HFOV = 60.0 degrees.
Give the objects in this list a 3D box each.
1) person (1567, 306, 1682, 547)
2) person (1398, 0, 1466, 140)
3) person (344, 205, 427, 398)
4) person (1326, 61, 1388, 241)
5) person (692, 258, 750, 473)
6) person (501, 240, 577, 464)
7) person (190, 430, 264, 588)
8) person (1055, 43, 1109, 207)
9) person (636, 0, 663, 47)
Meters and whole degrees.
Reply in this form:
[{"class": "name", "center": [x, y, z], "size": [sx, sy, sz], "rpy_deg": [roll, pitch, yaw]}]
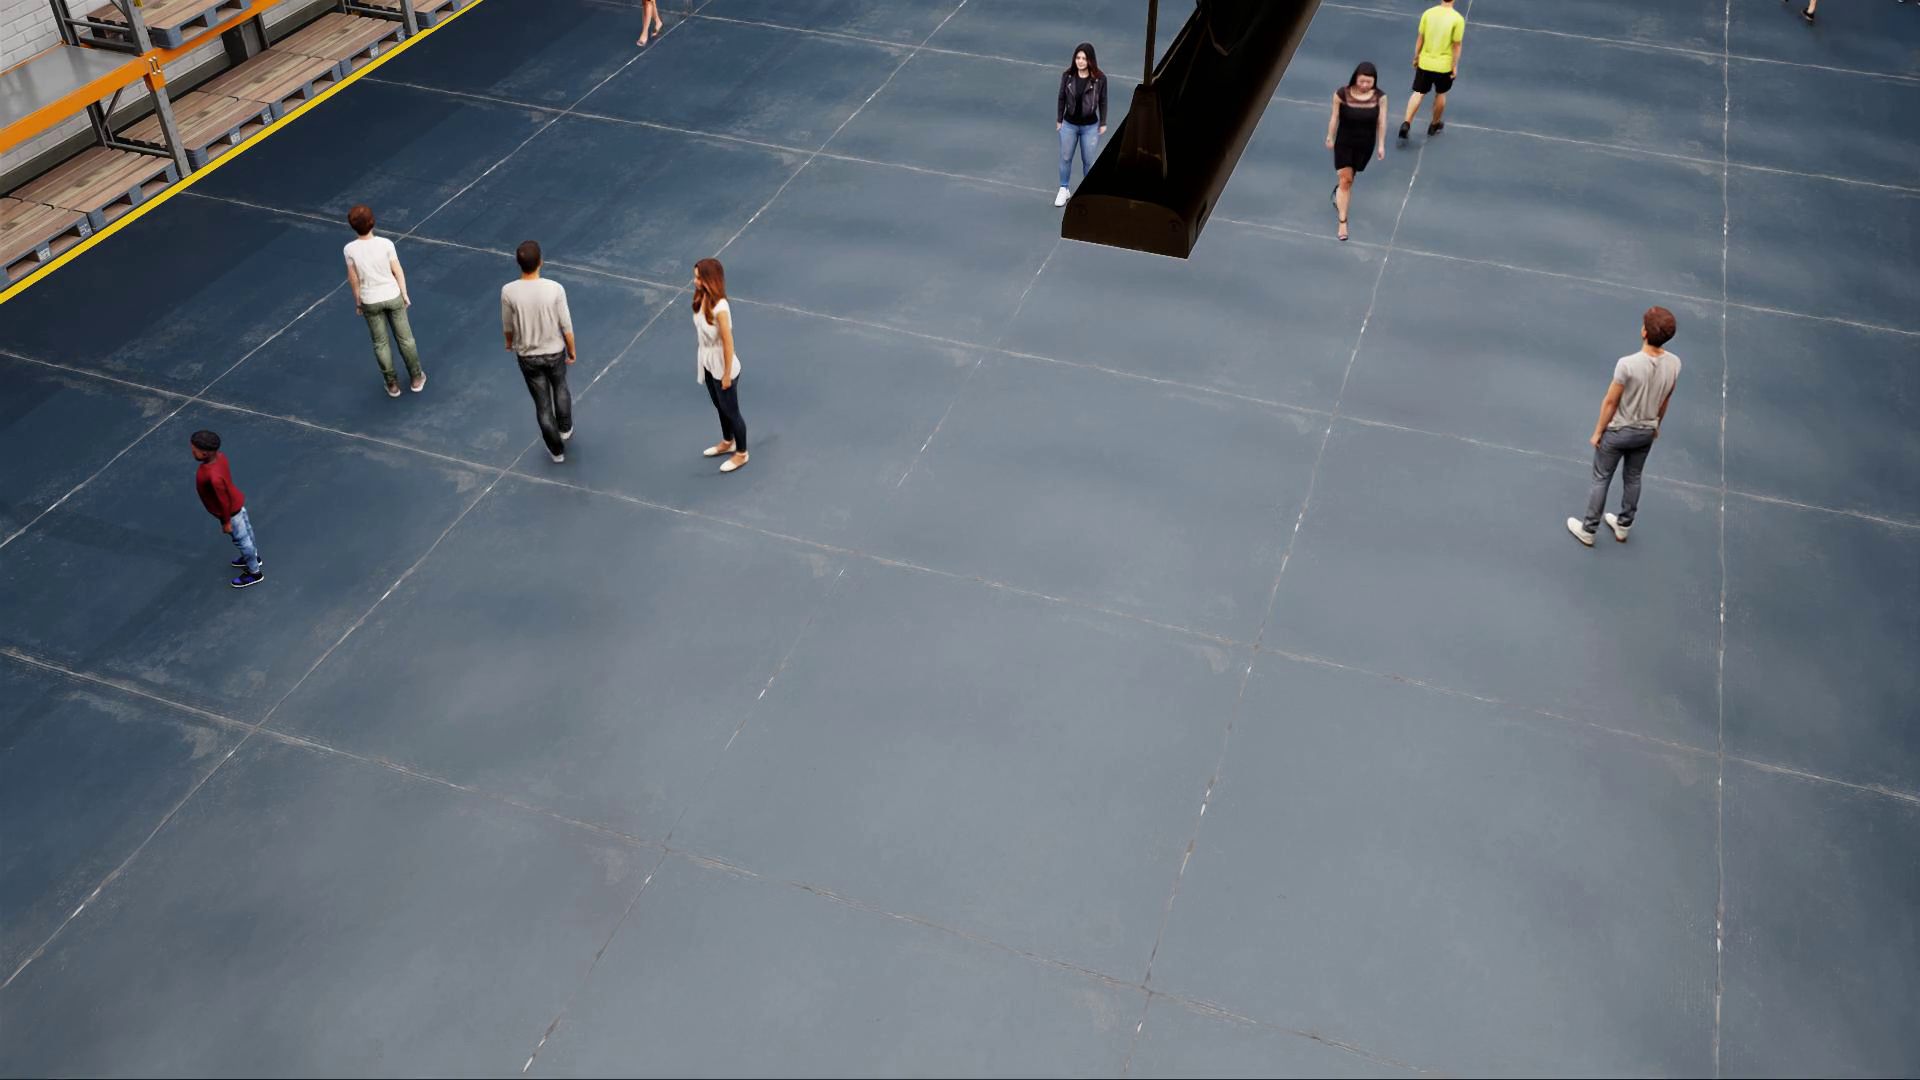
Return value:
[{"class": "person", "center": [4.754, -0.785, 11.803], "size": [0.721, 1.892, 0.713], "rpy_deg": [-6, 39, -7]}, {"class": "person", "center": [4.880, -4.911, 17.134], "size": [0.789, 1.687, 1.039], "rpy_deg": [23, 44, 26]}, {"class": "person", "center": [-4.670, -1.929, 13.427], "size": [0.667, 1.653, 0.713], "rpy_deg": [-13, 40, -16]}, {"class": "person", "center": [3.699, -3.738, 15.685], "size": [0.885, 1.662, 1.153], "rpy_deg": [2, 39, 2]}, {"class": "person", "center": [-1.807, -1.325, 12.567], "size": [0.717, 1.784, 0.680], "rpy_deg": [-22, 43, -25]}, {"class": "person", "center": [-3.165, -1.372, 12.619], "size": [0.877, 1.791, 0.940], "rpy_deg": [-11, 40, -14]}, {"class": "person", "center": [-5.120, -0.249, 11.644], "size": [0.646, 1.255, 0.567], "rpy_deg": [-10, 40, -12]}, {"class": "person", "center": [1.163, -3.997, 16.032], "size": [0.656, 1.633, 0.581], "rpy_deg": [8, 39, 10]}, {"class": "person", "center": [-3.631, -6.674, 19.317], "size": [0.649, 1.718, 0.910], "rpy_deg": [15, 41, 17]}]
